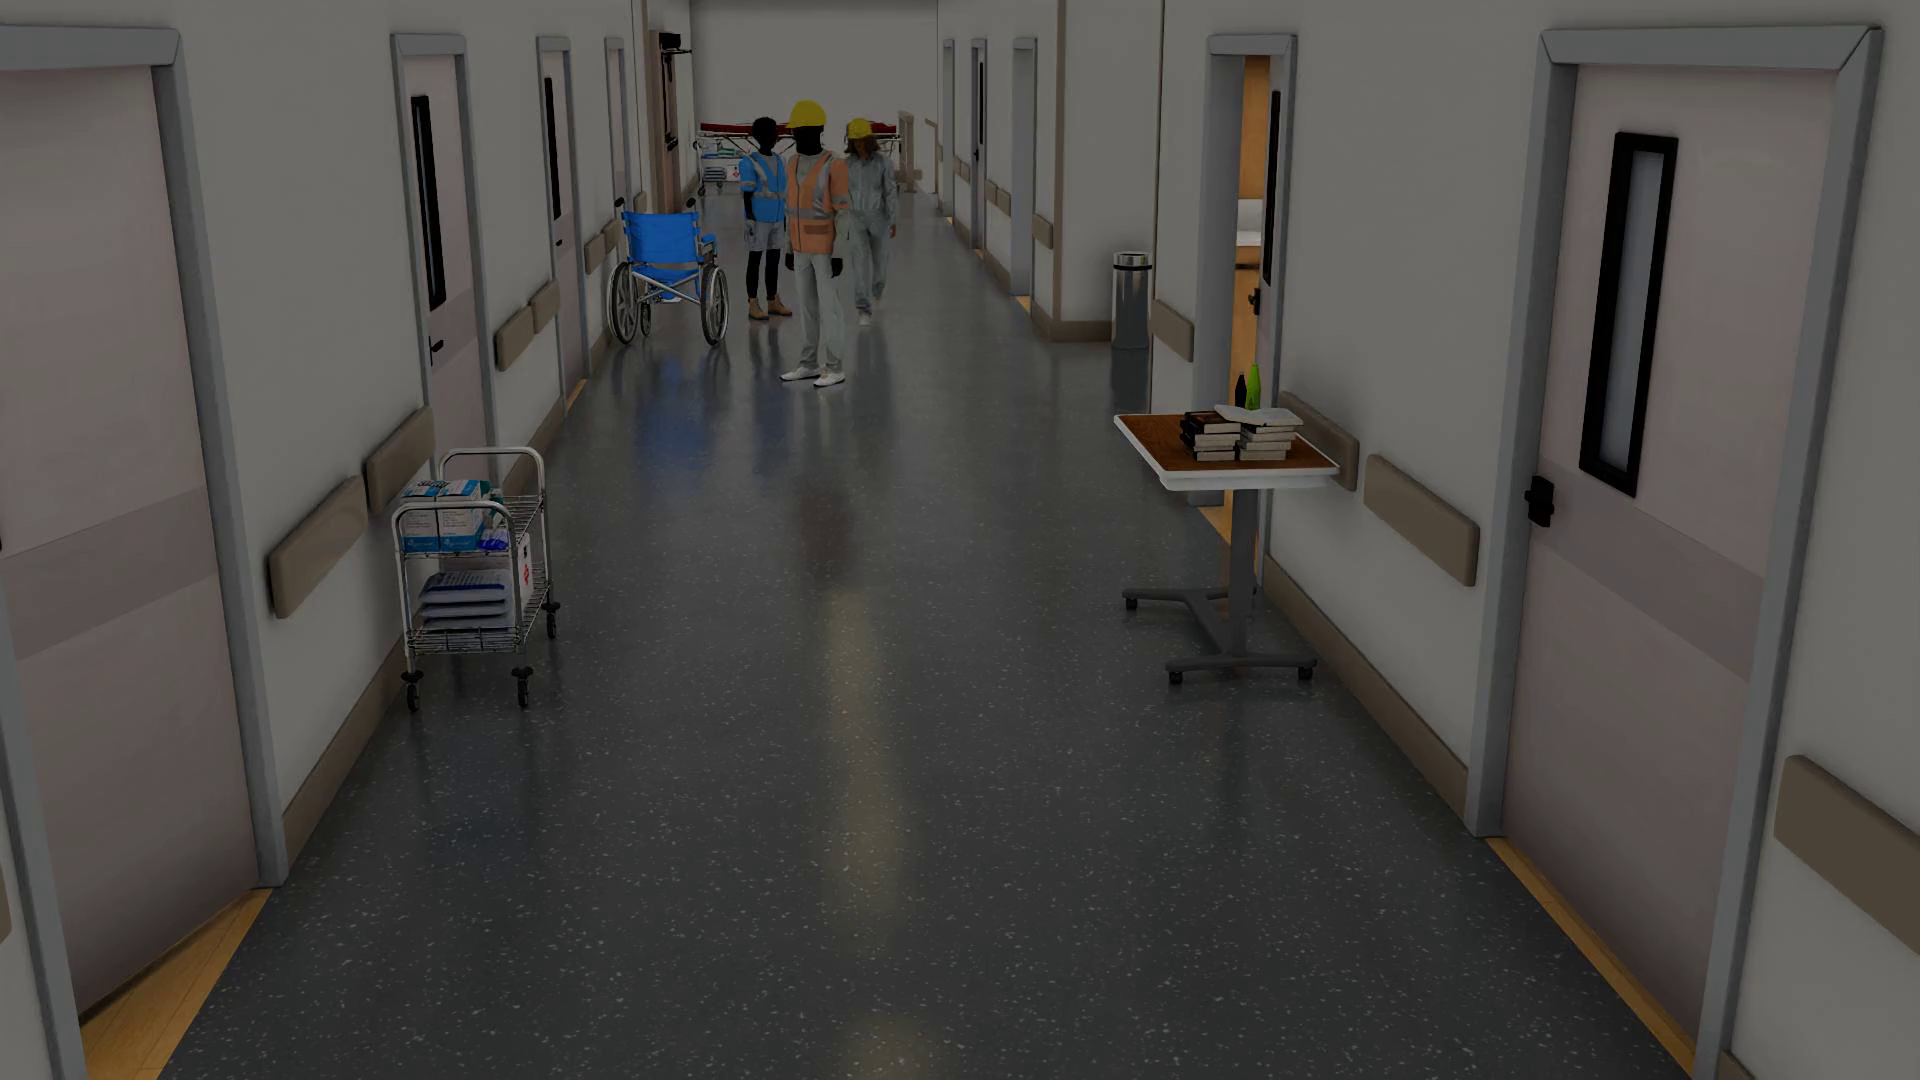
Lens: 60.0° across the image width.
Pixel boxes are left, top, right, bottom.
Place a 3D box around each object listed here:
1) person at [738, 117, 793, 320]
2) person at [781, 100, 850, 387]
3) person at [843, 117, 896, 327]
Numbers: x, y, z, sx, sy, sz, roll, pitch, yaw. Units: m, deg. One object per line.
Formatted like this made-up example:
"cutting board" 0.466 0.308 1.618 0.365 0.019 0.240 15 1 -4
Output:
"person" -1.650 -2.740 14.195 0.321 1.697 0.529 12 21 36
"person" -1.002 -2.021 11.396 0.590 1.927 0.367 15 22 41
"person" -0.783 -2.703 14.052 0.494 1.708 0.807 -1 17 -2
